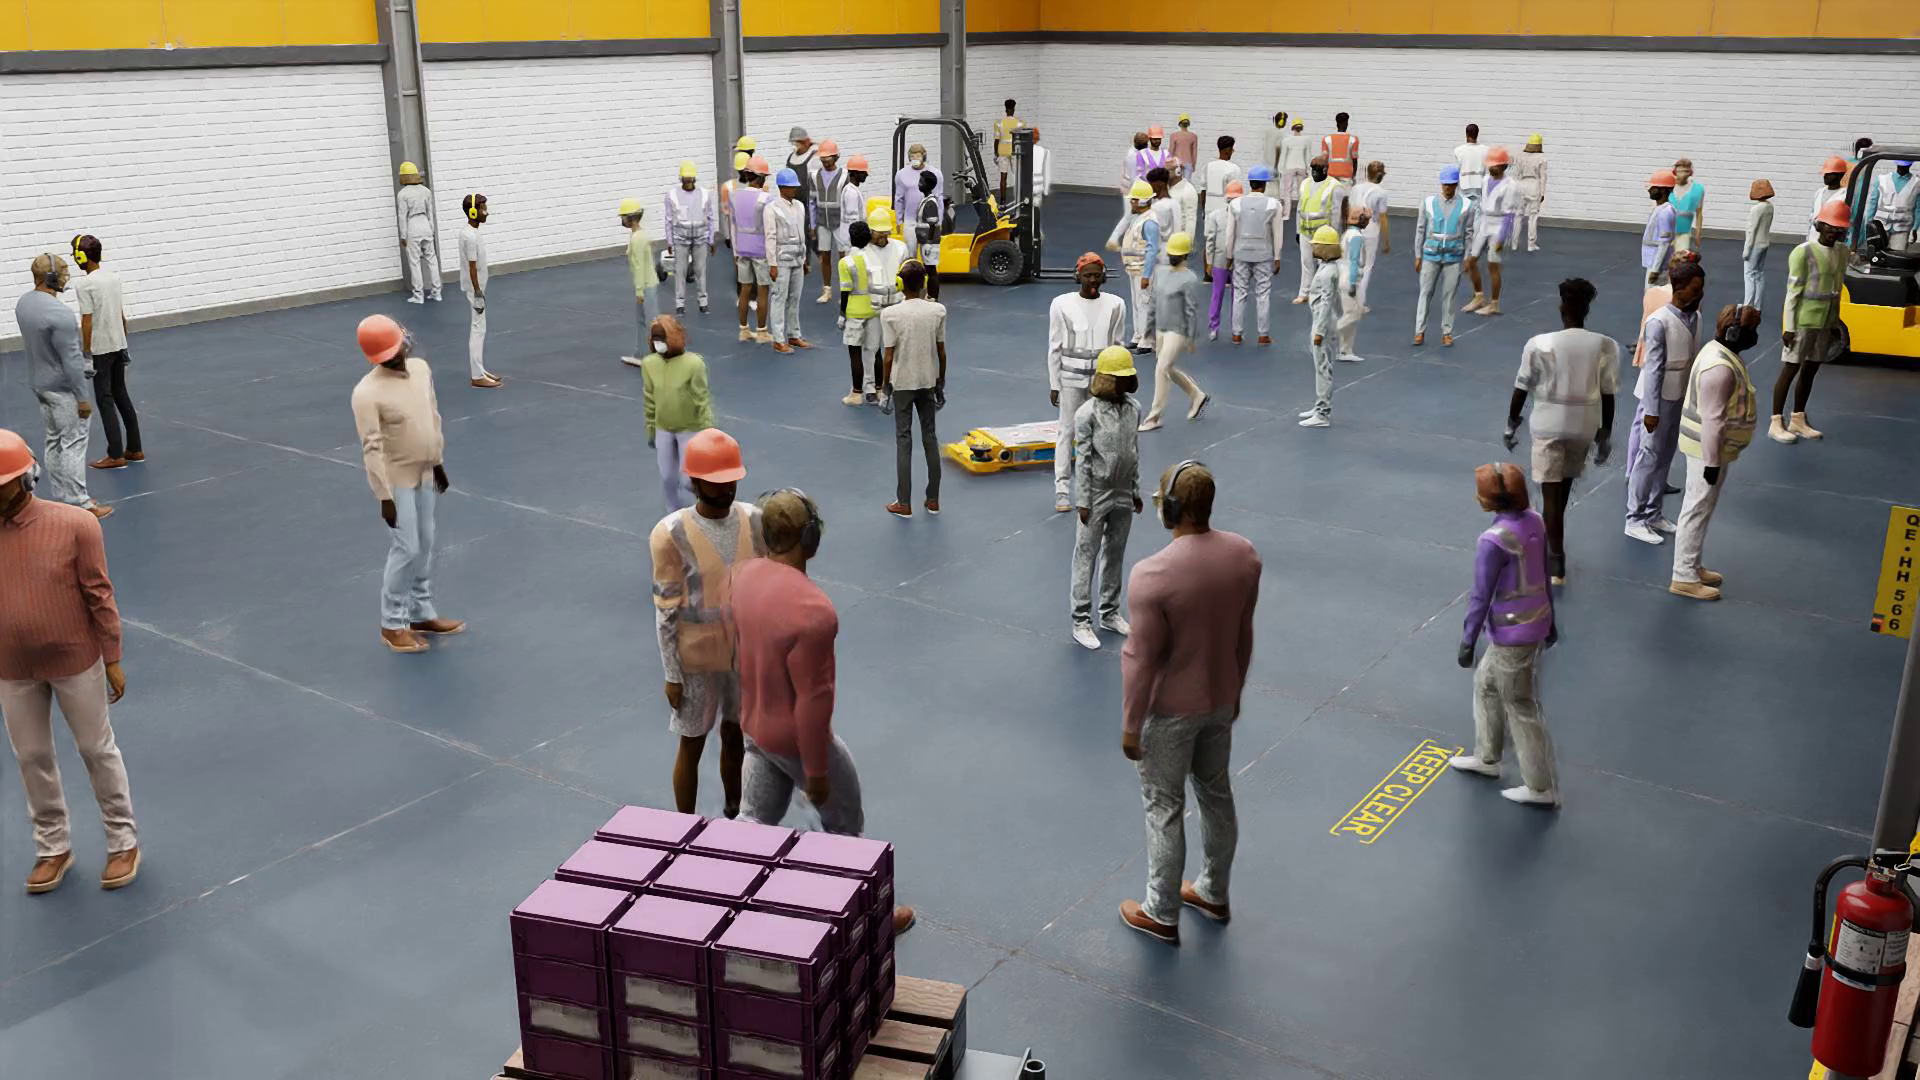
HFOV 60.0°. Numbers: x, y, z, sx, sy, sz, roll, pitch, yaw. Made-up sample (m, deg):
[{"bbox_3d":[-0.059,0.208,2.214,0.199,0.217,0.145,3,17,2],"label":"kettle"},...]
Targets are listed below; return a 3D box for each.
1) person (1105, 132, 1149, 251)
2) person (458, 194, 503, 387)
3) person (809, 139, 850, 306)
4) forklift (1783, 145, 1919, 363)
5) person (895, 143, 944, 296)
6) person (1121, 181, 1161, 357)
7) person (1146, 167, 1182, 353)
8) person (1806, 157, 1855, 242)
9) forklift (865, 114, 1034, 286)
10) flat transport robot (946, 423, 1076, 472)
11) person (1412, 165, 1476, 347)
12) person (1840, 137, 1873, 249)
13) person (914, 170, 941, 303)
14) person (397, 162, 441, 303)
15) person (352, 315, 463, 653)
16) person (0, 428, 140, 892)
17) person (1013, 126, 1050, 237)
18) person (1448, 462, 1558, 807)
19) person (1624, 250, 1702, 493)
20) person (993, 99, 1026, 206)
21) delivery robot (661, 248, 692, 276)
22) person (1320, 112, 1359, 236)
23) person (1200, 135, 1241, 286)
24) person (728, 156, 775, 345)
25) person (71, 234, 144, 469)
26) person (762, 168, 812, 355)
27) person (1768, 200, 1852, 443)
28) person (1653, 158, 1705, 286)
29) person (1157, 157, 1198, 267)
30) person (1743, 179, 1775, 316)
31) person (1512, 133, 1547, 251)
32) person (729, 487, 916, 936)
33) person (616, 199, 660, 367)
[{"bbox_3d":[2.606,-5.238,25.063,0.682,1.800,0.656,7,19,20],"label":"person"},{"bbox_3d":[-4.654,-2.403,16.072,0.325,1.861,0.512,-6,19,-18],"label":"person"},{"bbox_3d":[-1.583,-3.898,20.472,0.607,2.033,0.420,7,19,22],"label":"person"},{"bbox_3d":[9.803,-2.879,17.013,2.313,2.155,1.214,12,21,33],"label":"forklift"},{"bbox_3d":[-0.516,-4.042,21.086,0.635,1.931,0.379,4,18,11],"label":"person"},{"bbox_3d":[1.897,-2.855,17.525,0.404,1.829,0.601,-2,18,-6],"label":"person"},{"bbox_3d":[2.202,-2.991,17.804,0.570,1.931,0.836,7,19,22],"label":"person"},{"bbox_3d":[9.918,-3.412,19.097,0.358,1.938,0.542,-6,19,-17],"label":"person"},{"bbox_3d":[-0.171,-4.594,22.377,2.313,2.155,1.214,1,18,3],"label":"forklift"},{"bbox_3d":[0.667,-0.789,13.586,1.431,0.197,0.652,-7,19,-20],"label":"flat transport robot"},{"bbox_3d":[5.228,-3.066,17.997,0.606,1.947,0.406,5,18,15],"label":"person"},{"bbox_3d":[12.002,-4.450,22.409,0.446,1.905,0.590,-4,18,-14],"label":"person"},{"bbox_3d":[-0.390,-3.598,20.062,0.318,1.700,0.535,-3,18,-10],"label":"person"},{"bbox_3d":[-6.780,-3.826,20.725,0.321,1.737,0.487,13,22,35],"label":"person"},{"bbox_3d":[-3.168,-0.340,9.492,0.397,1.946,0.664,4,18,14],"label":"person"},{"bbox_3d":[-3.753,0.499,6.796,0.627,1.982,0.403,-3,18,-11],"label":"person"},{"bbox_3d":[1.088,-5.257,24.962,0.582,1.873,0.537,-8,20,-24],"label":"person"},{"bbox_3d":[2.505,0.431,7.605,0.668,1.602,0.531,13,22,35],"label":"person"},{"bbox_3d":[5.291,-1.258,12.526,0.387,1.837,0.562,-4,18,-13],"label":"person"},{"bbox_3d":[0.918,-7.125,30.665,0.613,1.962,0.361,0,18,-2],"label":"person"},{"bbox_3d":[-3.755,-3.839,22.516,0.477,0.478,0.707,6,19,18],"label":"delivery robot"},{"bbox_3d":[6.105,-5.899,26.832,0.608,1.963,0.370,5,18,14],"label":"person"},{"bbox_3d":[3.442,-4.344,21.962,0.367,1.964,0.609,-16,24,-42],"label":"person"},{"bbox_3d":[-2.210,-3.142,18.108,0.612,2.030,0.403,10,20,29],"label":"person"},{"bbox_3d":[-6.814,-1.493,13.232,0.345,1.855,0.533,2,18,7],"label":"person"},{"bbox_3d":[-1.831,-2.965,17.681,0.388,1.947,0.614,11,21,31],"label":"person"},{"bbox_3d":[7.191,-1.830,13.983,0.610,2.040,0.394,-7,19,-21],"label":"person"},{"bbox_3d":[8.689,-3.713,20.220,0.599,1.824,0.455,6,19,19],"label":"person"},{"bbox_3d":[2.465,-3.502,19.428,0.403,1.906,0.651,-10,20,-29],"label":"person"},{"bbox_3d":[9.423,-3.444,19.703,0.502,1.627,0.272,-16,24,-40],"label":"person"},{"bbox_3d":[8.647,-5.276,25.242,0.488,1.744,0.295,13,22,34],"label":"person"},{"bbox_3d":[-0.682,0.728,6.237,1.001,1.895,0.629,-12,21,-32],"label":"person"},{"bbox_3d":[-3.211,-2.549,16.725,0.558,1.734,0.628,-1,18,-5],"label":"person"}]
